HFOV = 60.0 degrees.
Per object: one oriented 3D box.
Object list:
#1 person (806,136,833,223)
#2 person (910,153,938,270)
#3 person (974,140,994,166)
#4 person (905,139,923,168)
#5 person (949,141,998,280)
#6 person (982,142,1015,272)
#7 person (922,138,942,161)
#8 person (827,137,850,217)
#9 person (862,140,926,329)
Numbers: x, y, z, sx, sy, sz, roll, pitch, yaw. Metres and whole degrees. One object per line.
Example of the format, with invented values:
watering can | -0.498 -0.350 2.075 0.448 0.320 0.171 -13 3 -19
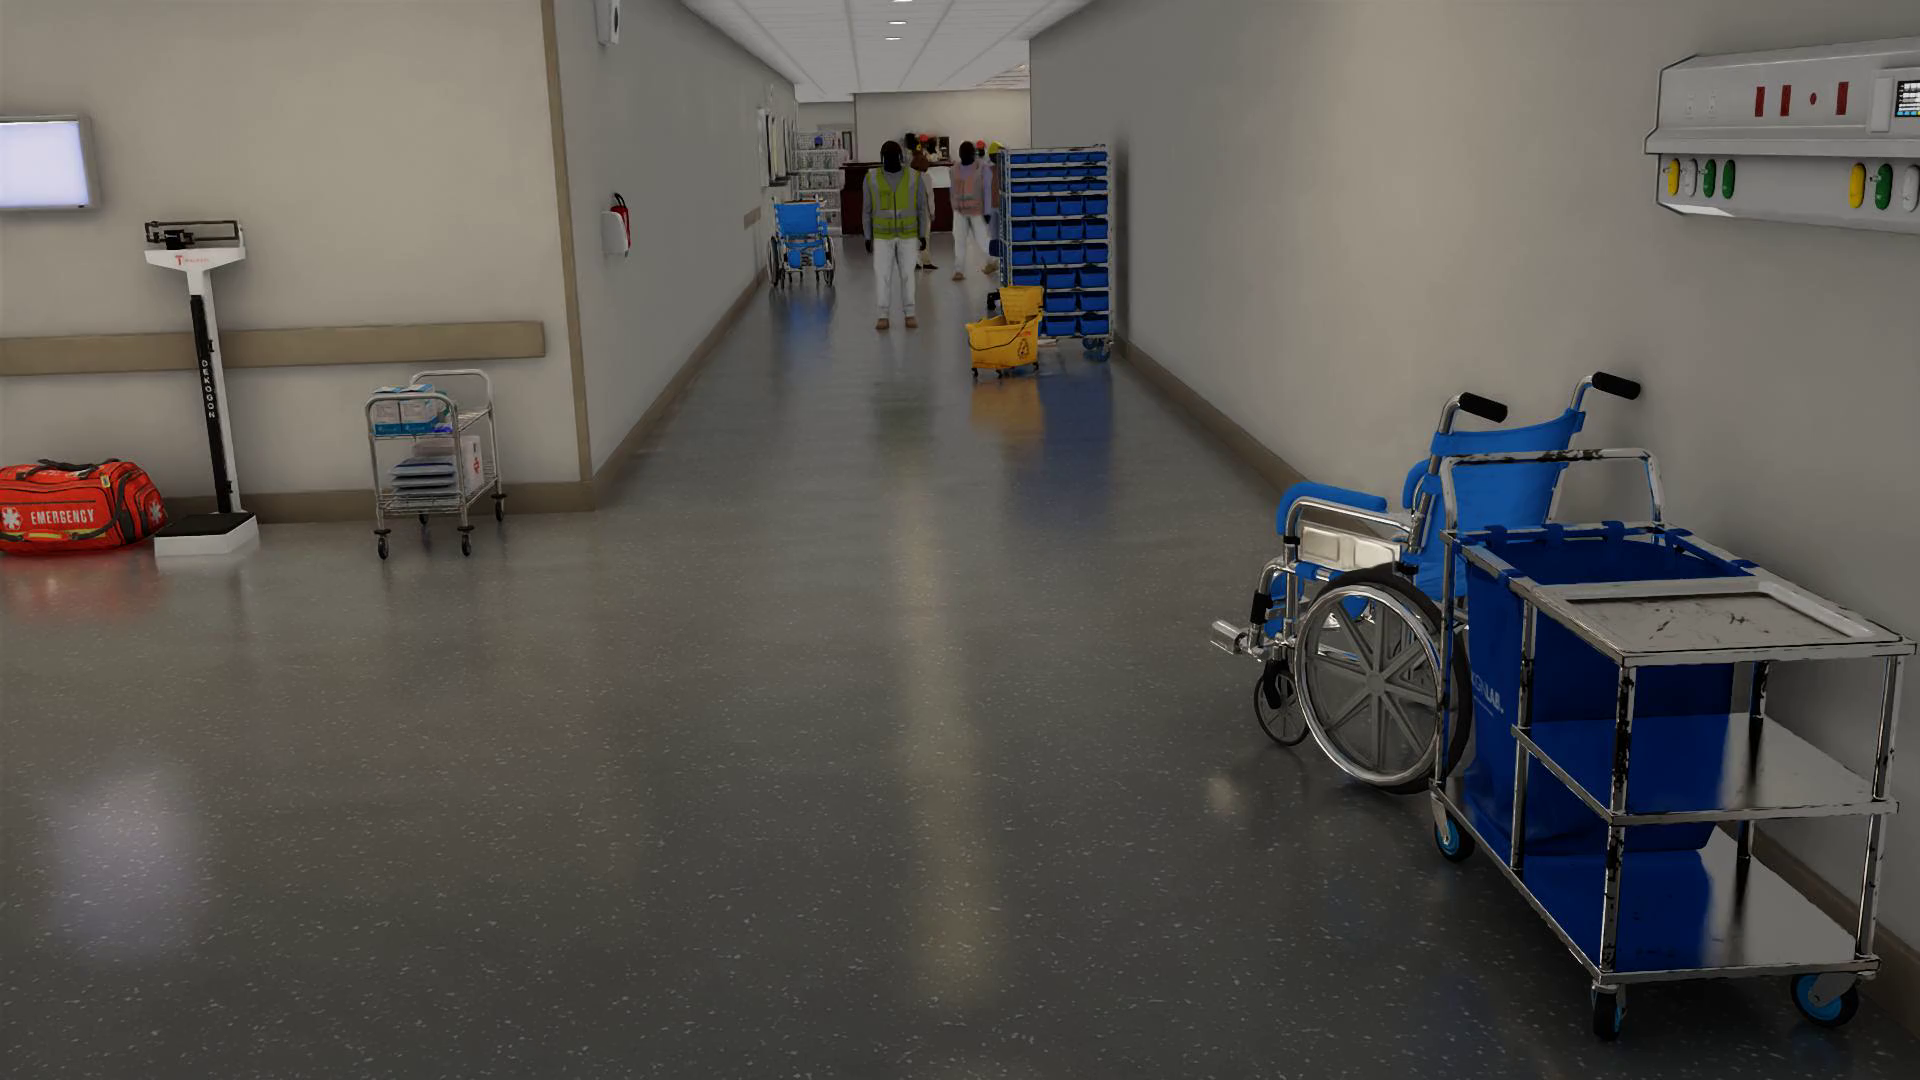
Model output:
person | -3.188 -8.202 37.896 0.601 1.938 0.420 -1 14 1
person | -0.556 -4.672 23.701 0.505 1.632 0.285 10 18 39
person | 0.500 -8.204 37.840 0.560 1.752 0.326 3 14 17
person | -0.835 -5.936 28.517 0.499 1.831 0.545 -1 14 3
person | 0.186 -4.349 21.944 0.624 1.811 0.811 5 15 25
person | 0.529 -4.591 22.962 0.524 1.769 0.326 11 18 42
person | -0.631 -8.188 37.750 0.628 1.835 0.429 -10 16 -31
person | -2.973 -8.879 40.705 0.643 1.909 0.410 0 14 7
person | -0.643 -3.012 16.458 0.634 1.841 0.429 -3 14 -4
